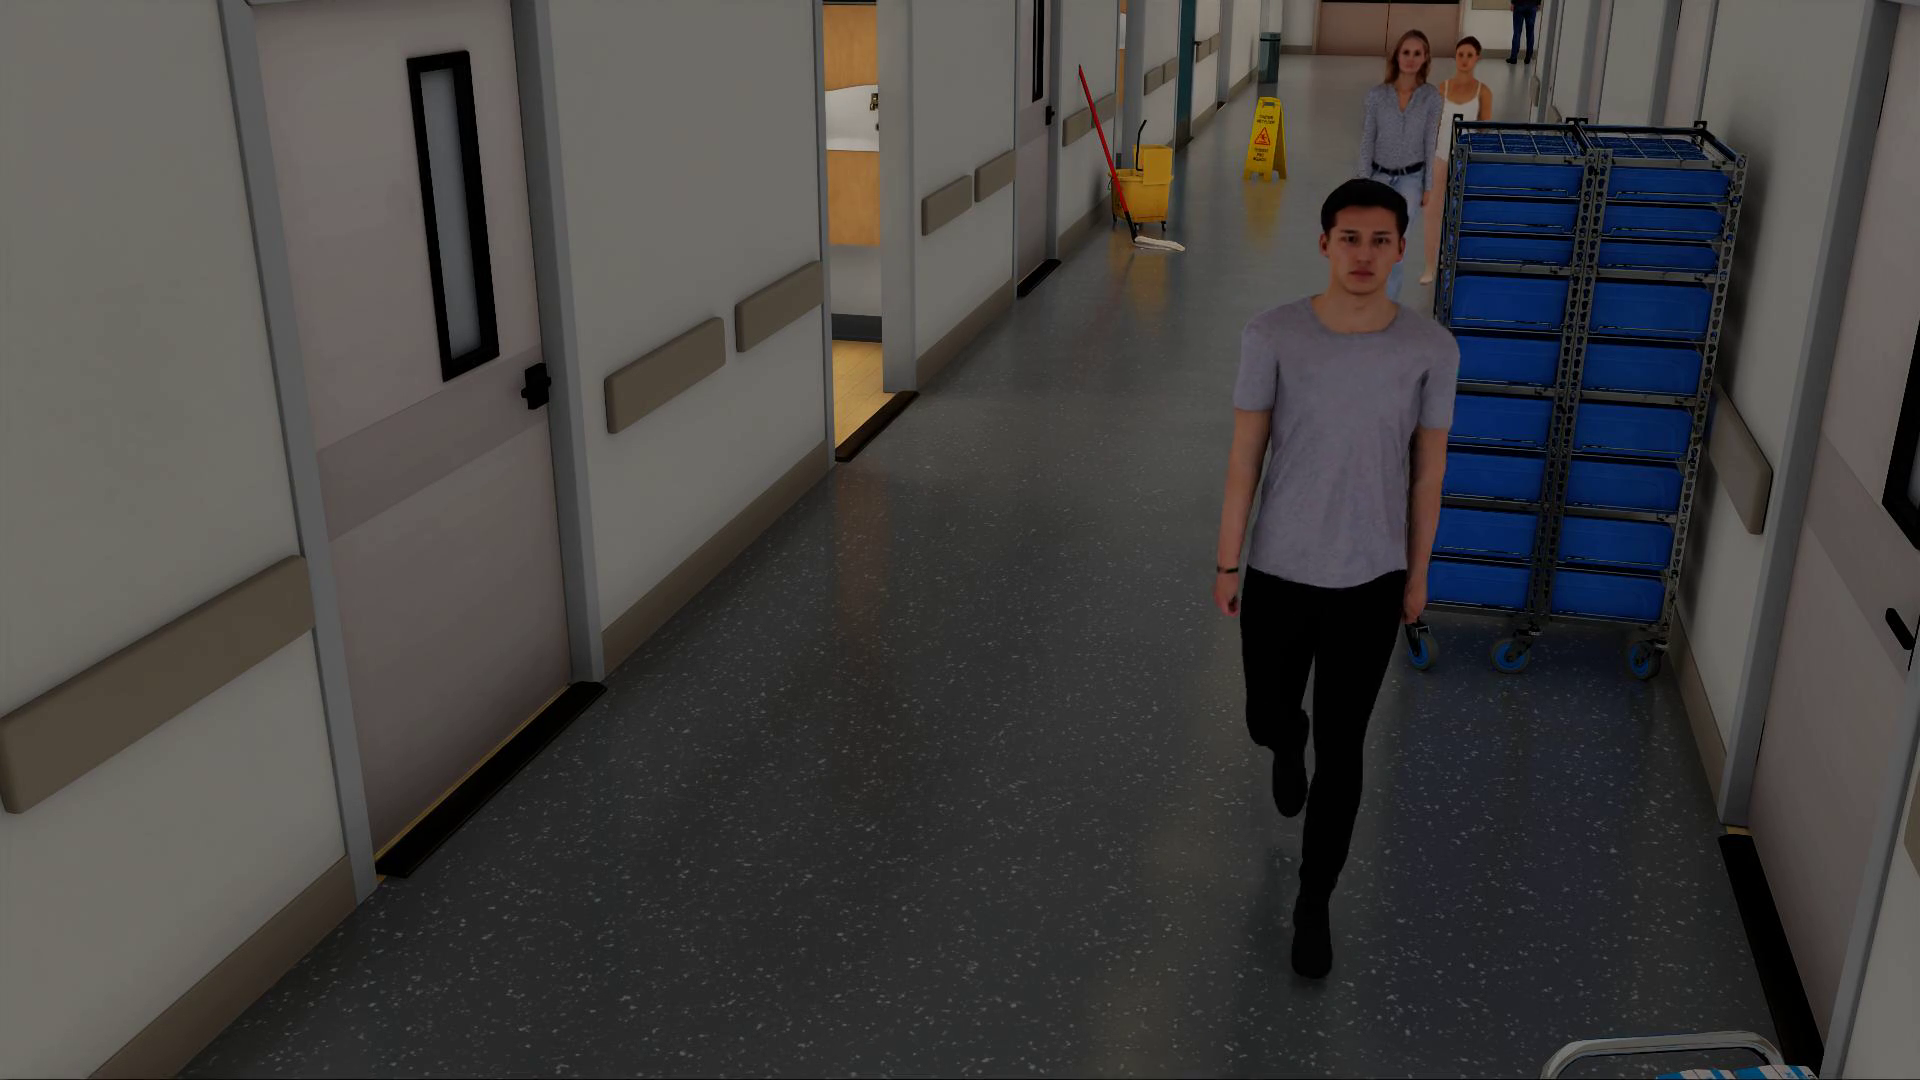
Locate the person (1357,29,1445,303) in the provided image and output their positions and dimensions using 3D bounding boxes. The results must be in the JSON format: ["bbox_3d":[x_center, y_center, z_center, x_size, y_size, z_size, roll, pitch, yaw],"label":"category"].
[{"bbox_3d":[2.526,-2.042,9.719,0.671,1.763,1.154,8,22,20],"label":"person"}]

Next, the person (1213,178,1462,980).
[{"bbox_3d":[0.886,0.058,4.058,0.666,1.846,1.054,5,21,12],"label":"person"}]

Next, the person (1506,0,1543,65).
[{"bbox_3d":[9.412,-8.904,27.651,0.730,1.893,0.671,0,21,0],"label":"person"}]

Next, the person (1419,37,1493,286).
[{"bbox_3d":[3.354,-2.549,11.247,0.610,1.629,0.733,7,22,18],"label":"person"}]
